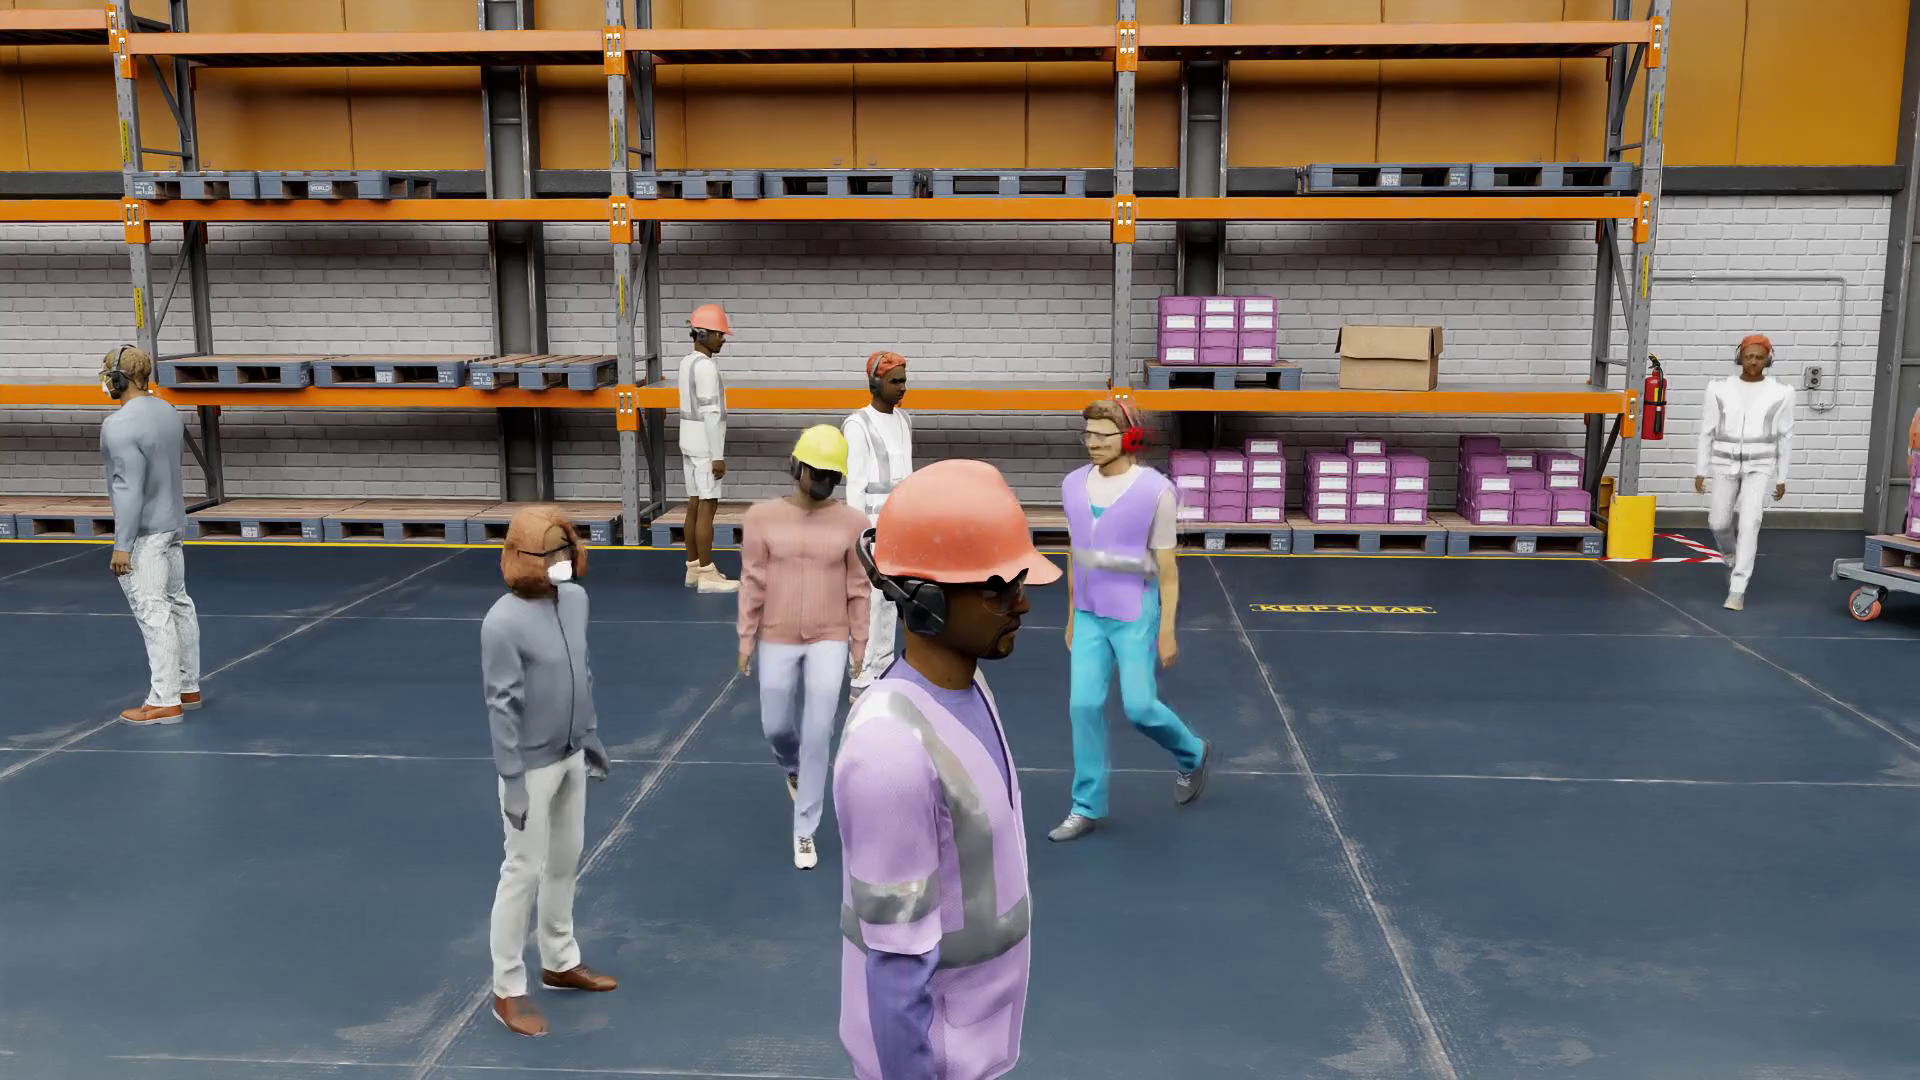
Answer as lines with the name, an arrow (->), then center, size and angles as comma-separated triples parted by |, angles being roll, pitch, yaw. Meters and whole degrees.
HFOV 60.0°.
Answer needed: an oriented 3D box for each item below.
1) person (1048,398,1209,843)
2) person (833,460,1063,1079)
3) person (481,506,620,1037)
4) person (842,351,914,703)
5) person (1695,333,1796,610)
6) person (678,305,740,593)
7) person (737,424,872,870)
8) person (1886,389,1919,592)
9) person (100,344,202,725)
person -> 0.693, 0.309, 6.889 | 0.769, 1.818, 0.575 | -10, 14, -44
person -> -0.015, 0.874, 2.916 | 0.374, 2.043, 0.613 | 1, 10, 8
person -> -1.287, 0.697, 5.195 | 0.330, 1.625, 0.547 | 3, 10, 19
person -> -0.414, -0.060, 8.847 | 0.338, 1.882, 0.583 | 5, 11, 26
person -> 5.383, -0.489, 11.414 | 0.583, 1.863, 0.801 | 6, 12, 33
person -> -1.792, -0.645, 11.832 | 0.393, 2.036, 0.605 | -4, 11, -24
person -> -0.621, 0.382, 6.676 | 0.543, 1.734, 0.680 | -1, 10, -5
person -> 6.930, -0.436, 11.713 | 0.845, 1.664, 0.530 | 1, 10, 8
person -> -4.142, -0.026, 8.488 | 0.356, 1.938, 0.633 | 0, 10, -1
